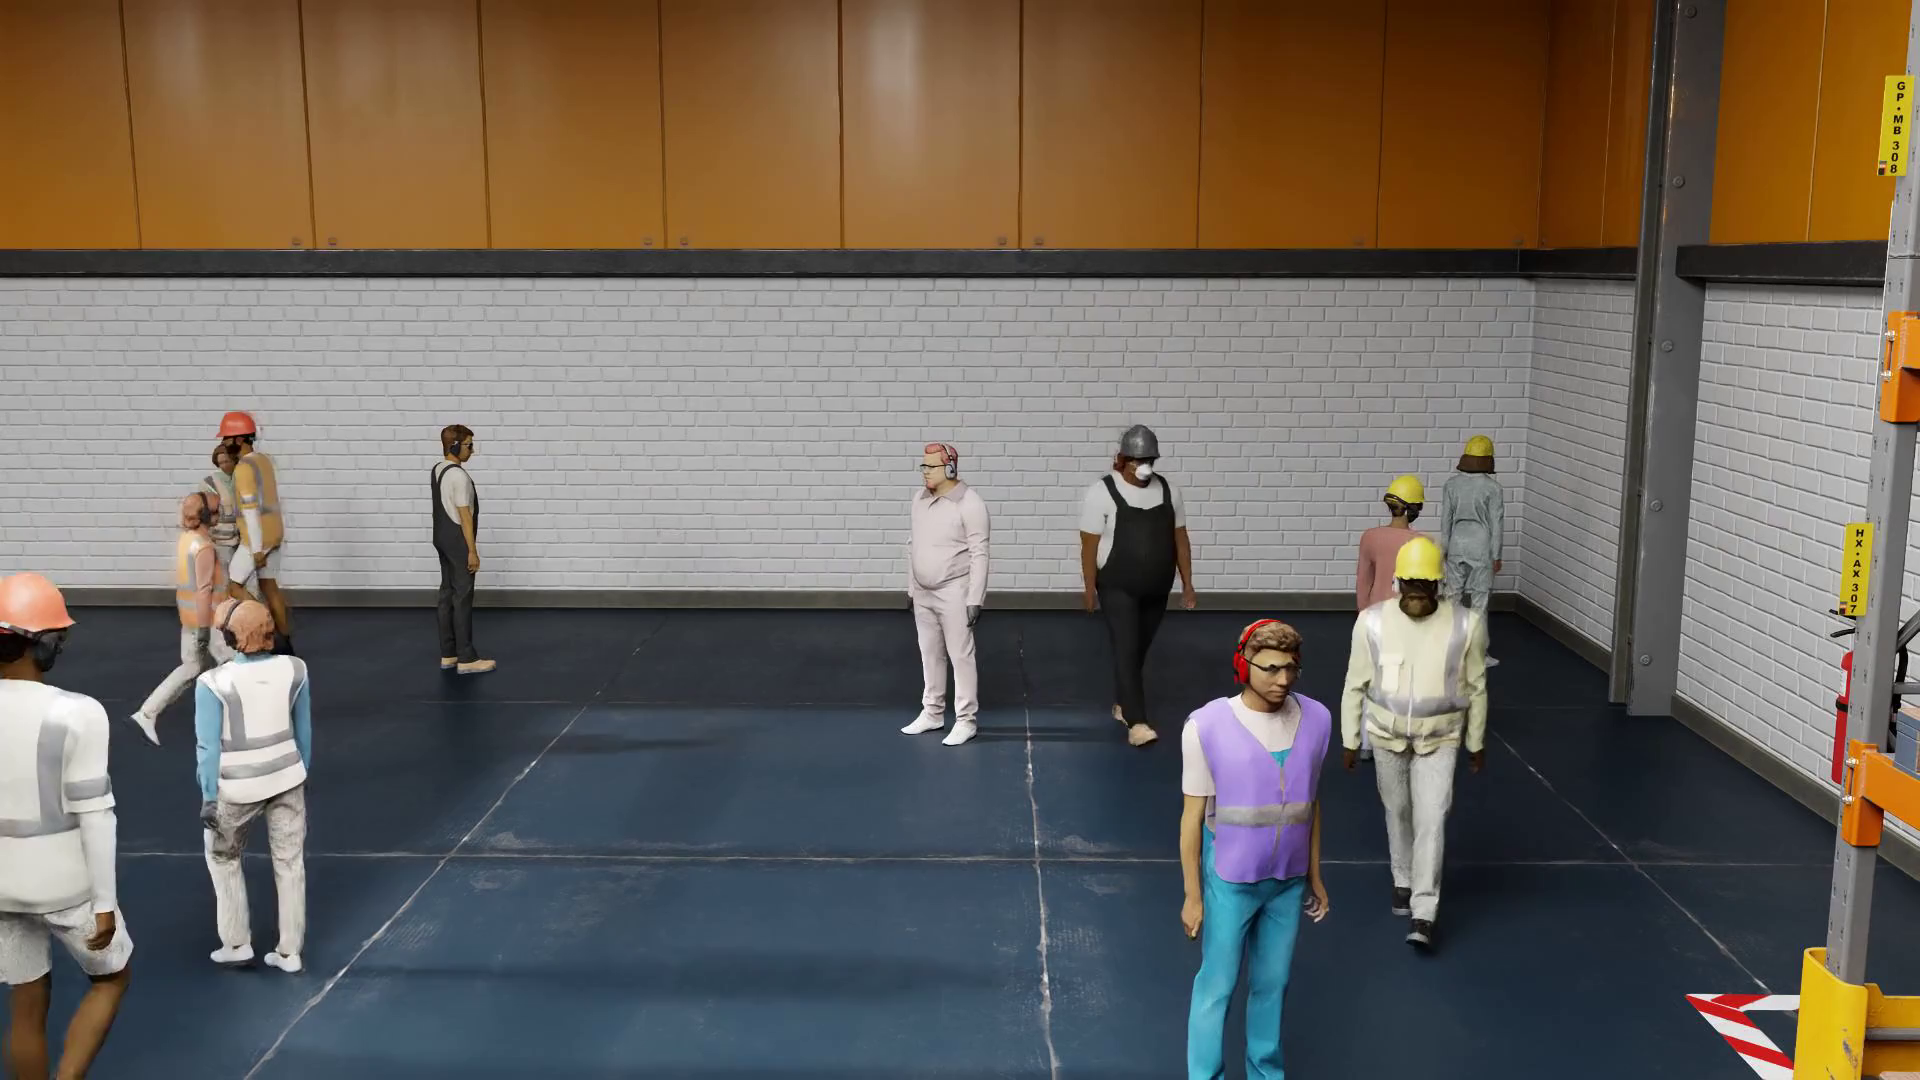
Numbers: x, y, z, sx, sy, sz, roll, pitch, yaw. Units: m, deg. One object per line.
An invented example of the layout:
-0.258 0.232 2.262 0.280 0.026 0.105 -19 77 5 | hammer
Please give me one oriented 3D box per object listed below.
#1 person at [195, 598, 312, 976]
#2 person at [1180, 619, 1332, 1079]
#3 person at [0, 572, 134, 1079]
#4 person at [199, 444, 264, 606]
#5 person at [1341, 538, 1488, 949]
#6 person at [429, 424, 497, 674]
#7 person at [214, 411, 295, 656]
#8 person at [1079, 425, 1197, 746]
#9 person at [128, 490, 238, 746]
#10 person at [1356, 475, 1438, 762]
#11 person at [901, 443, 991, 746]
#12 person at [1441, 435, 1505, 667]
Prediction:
-3.025 1.039 7.073 0.560 1.620 0.541 8 12 39 | person
0.999 1.162 5.703 0.571 1.840 0.373 -4 10 -24 | person
-3.025 1.117 5.434 0.608 2.031 0.473 0 9 2 | person
-5.776 0.017 13.246 0.532 1.608 0.614 -6 11 -34 | person
2.002 0.895 7.422 0.624 1.795 0.883 4 10 23 | person
-3.706 0.065 12.287 0.343 1.839 0.506 -9 13 -42 | person
-5.301 -0.012 12.520 0.484 1.921 0.545 0 9 0 | person
1.171 0.260 10.515 0.703 2.000 0.955 -4 10 -23 | person
-4.789 0.494 10.386 0.756 1.613 0.515 -8 12 -40 | person
2.626 0.489 9.967 0.326 1.767 0.533 -9 13 -42 | person
-0.116 0.336 10.464 0.401 1.906 0.650 -9 13 -44 | person
3.848 0.081 12.479 0.492 1.742 0.319 9 13 44 | person
